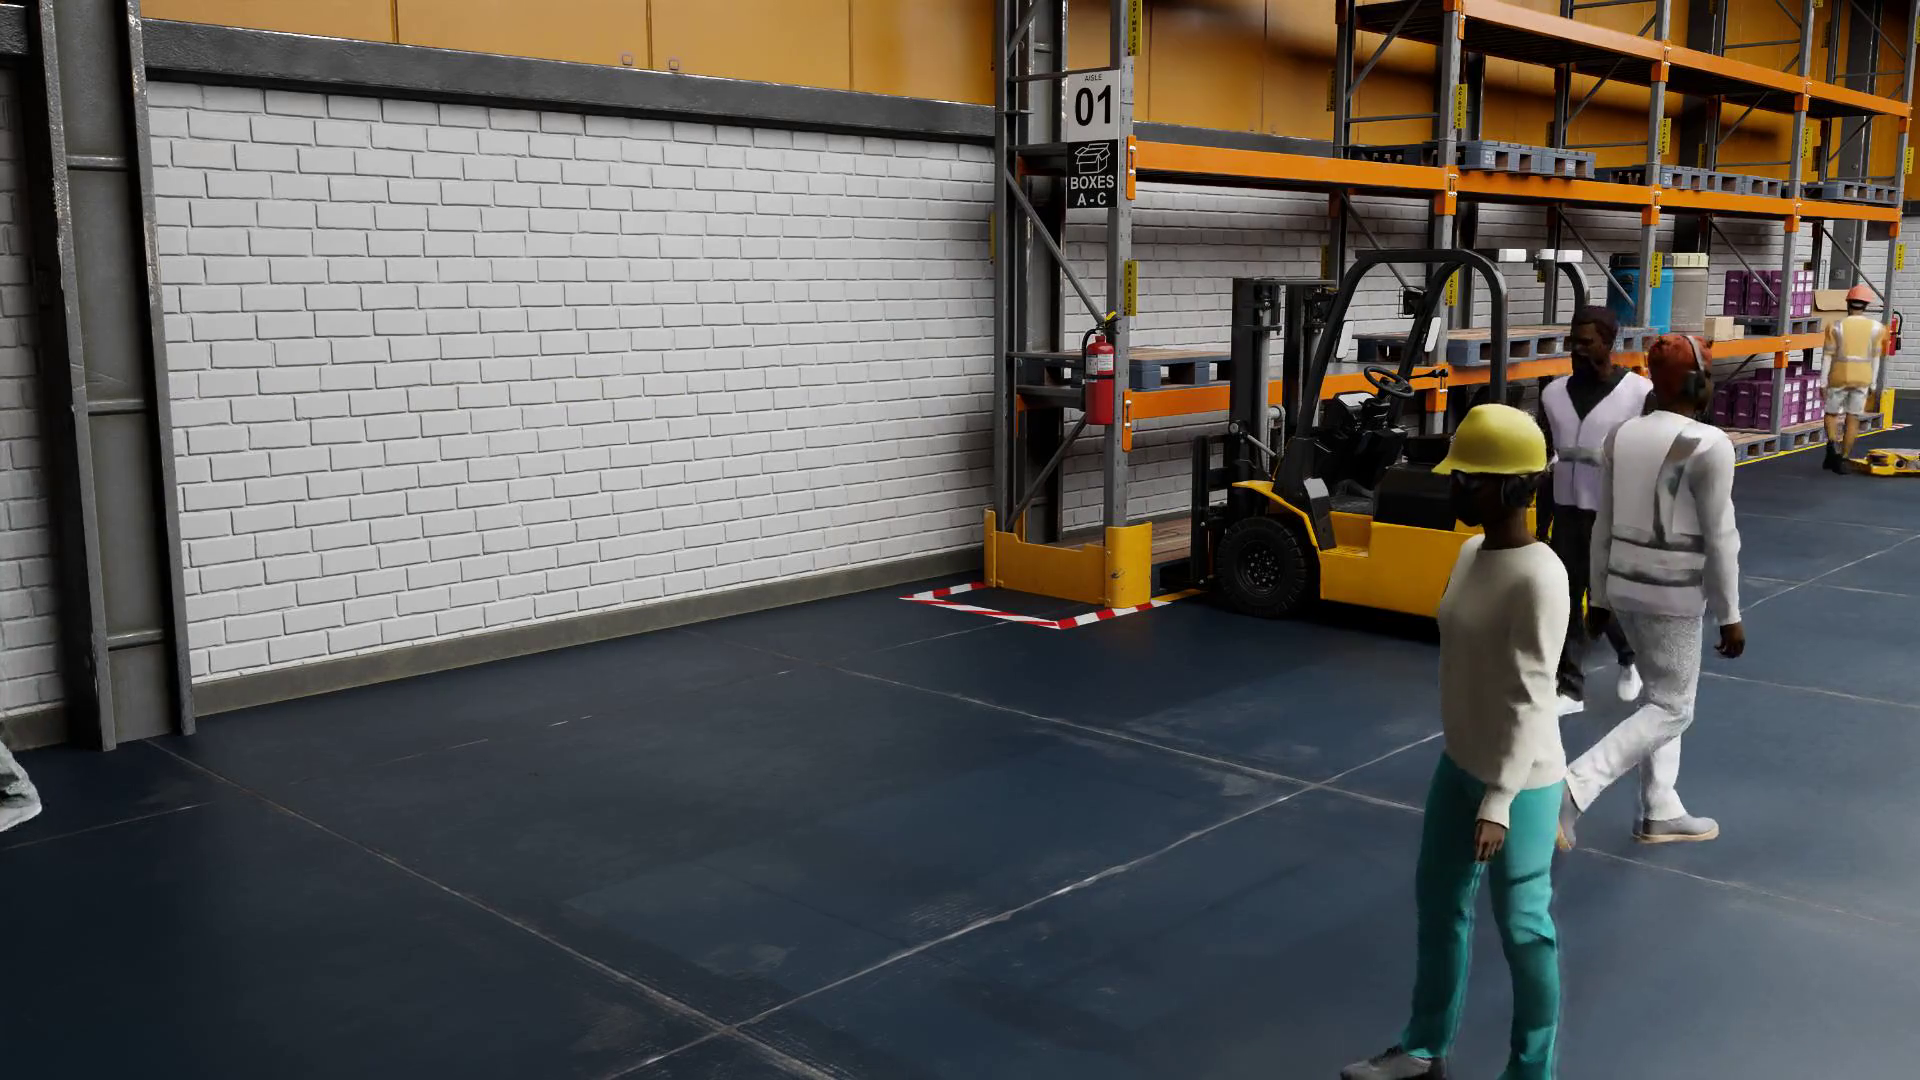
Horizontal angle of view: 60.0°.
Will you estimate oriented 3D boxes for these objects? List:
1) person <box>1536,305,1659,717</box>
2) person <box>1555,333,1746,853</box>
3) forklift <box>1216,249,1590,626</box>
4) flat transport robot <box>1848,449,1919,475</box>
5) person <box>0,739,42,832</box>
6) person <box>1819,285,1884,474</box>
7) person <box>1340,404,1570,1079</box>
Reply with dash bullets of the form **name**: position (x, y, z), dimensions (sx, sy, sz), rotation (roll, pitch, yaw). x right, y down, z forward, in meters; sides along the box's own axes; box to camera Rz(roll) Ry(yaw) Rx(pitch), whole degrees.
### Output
- **person**: position (2.943, -0.123, 7.667), dimensions (0.531, 1.906, 0.607), rotation (-7, 12, -36)
- **person**: position (2.380, 0.210, 5.811), dimensions (0.767, 1.858, 0.576), rotation (-2, 9, -13)
- **forklift**: position (2.710, -0.584, 9.626), dimensions (2.313, 2.155, 1.214), rotation (9, 13, 43)
- **flat transport robot**: position (9.824, -0.784, 16.733), dimensions (1.431, 0.197, 0.652), rotation (1, 9, 9)
- **person**: position (-3.779, 0.297, 5.838), dimensions (0.547, 1.665, 0.935), rotation (8, 12, 40)
- **person**: position (8.956, -1.602, 16.748), dimensions (0.552, 1.911, 0.473), rotation (3, 10, 17)
- **person**: position (1.233, 0.554, 3.999), dimensions (0.439, 1.764, 0.533), rotation (-1, 9, -8)
